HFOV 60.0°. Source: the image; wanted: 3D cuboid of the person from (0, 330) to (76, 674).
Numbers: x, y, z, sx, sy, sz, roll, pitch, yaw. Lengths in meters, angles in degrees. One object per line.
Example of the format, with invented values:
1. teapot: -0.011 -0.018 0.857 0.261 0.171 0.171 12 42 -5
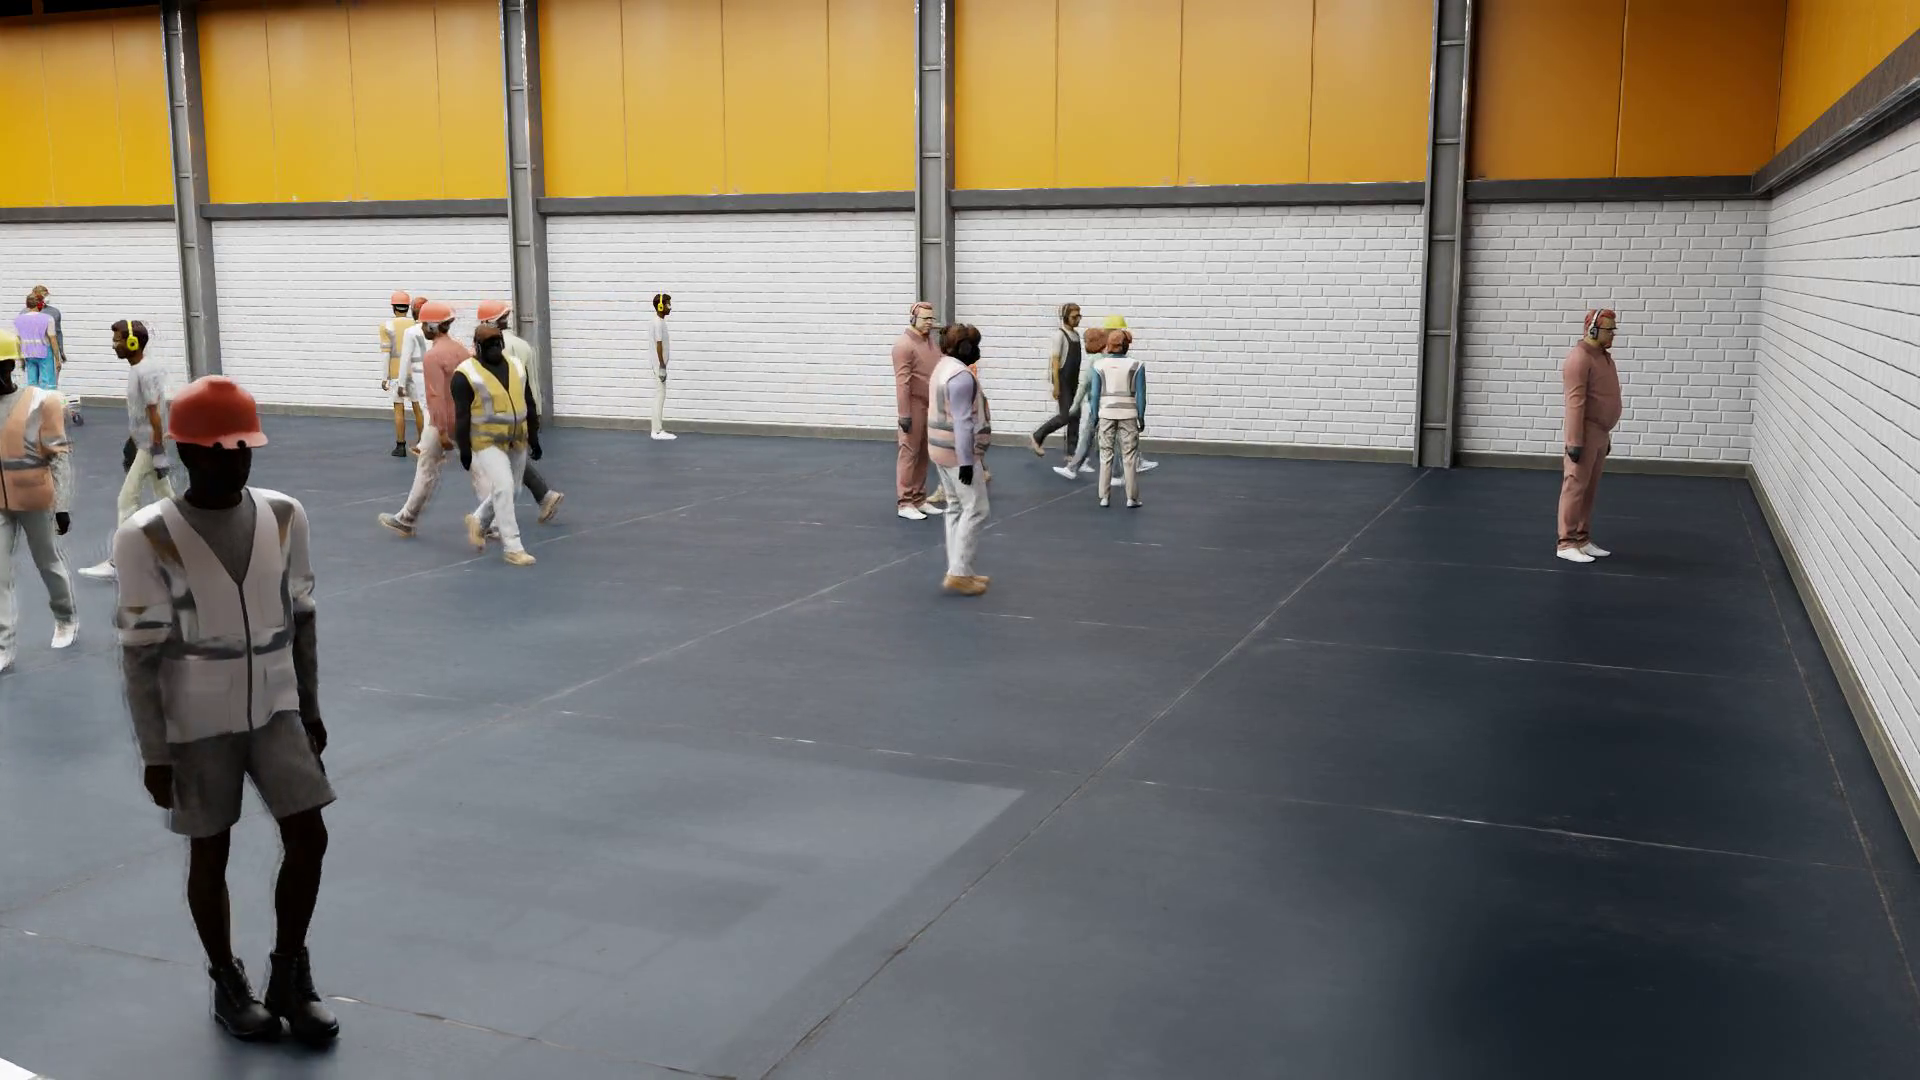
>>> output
1. person: -5.288 -0.249 9.344 0.614 1.885 0.980 -2 9 -9

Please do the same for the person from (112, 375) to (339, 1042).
1. person: -1.997 0.505 4.639 0.606 1.917 0.580 9 13 43

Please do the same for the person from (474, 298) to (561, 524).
1. person: -3.850 -1.106 14.349 0.926 1.949 0.619 4 10 25

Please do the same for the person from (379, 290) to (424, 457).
1. person: -6.486 -1.939 19.402 0.551 1.935 0.371 -7 12 -35

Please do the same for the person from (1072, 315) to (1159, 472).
1. person: 1.632 -1.554 17.824 0.943 1.689 0.497 4 10 23

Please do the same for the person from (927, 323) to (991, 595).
1. person: -0.004 -0.552 11.311 0.428 1.835 0.665 -2 10 -12

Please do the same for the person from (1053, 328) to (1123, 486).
1. person: 1.312 -1.347 16.886 0.837 1.588 0.494 4 10 22

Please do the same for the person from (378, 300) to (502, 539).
1. person: -4.198 -0.966 13.487 1.061 1.932 0.618 3 10 17

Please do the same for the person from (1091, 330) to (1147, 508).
1. person: 1.452 -1.104 15.255 0.515 1.636 0.314 3 10 18

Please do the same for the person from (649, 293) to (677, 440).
1. person: -3.830 -2.219 21.323 0.309 1.864 0.535 -2 10 -14

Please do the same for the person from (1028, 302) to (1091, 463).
1. person: 1.135 -1.761 18.702 0.631 1.828 0.532 5 11 29

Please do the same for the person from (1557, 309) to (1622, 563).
1. person: 4.756 -0.784 12.531 0.404 1.900 0.637 7 12 37

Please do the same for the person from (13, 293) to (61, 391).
1. person: -12.778 -2.497 23.055 0.563 1.848 0.390 0 9 0

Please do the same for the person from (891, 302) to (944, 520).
1. person: -0.343 -1.142 14.678 0.399 1.905 0.643 4 10 25

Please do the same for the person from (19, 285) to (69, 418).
1. person: -13.237 -2.705 24.063 0.362 1.938 0.656 4 10 25

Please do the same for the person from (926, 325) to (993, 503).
1. person: 0.001 -1.194 15.710 0.797 1.670 0.535 -6 11 -31

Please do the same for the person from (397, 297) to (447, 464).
1. person: -6.092 -1.794 18.764 0.796 1.852 0.607 6 11 32

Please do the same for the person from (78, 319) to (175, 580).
1. person: -5.867 -0.625 11.732 0.871 1.833 0.568 -4 10 -24

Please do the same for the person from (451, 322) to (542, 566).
1. person: -3.510 -0.732 12.493 0.833 1.810 0.628 7 12 37

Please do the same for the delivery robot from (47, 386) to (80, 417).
1. delivery robot: -12.590 -1.900 23.063 0.707 0.478 0.477 2 10 11
